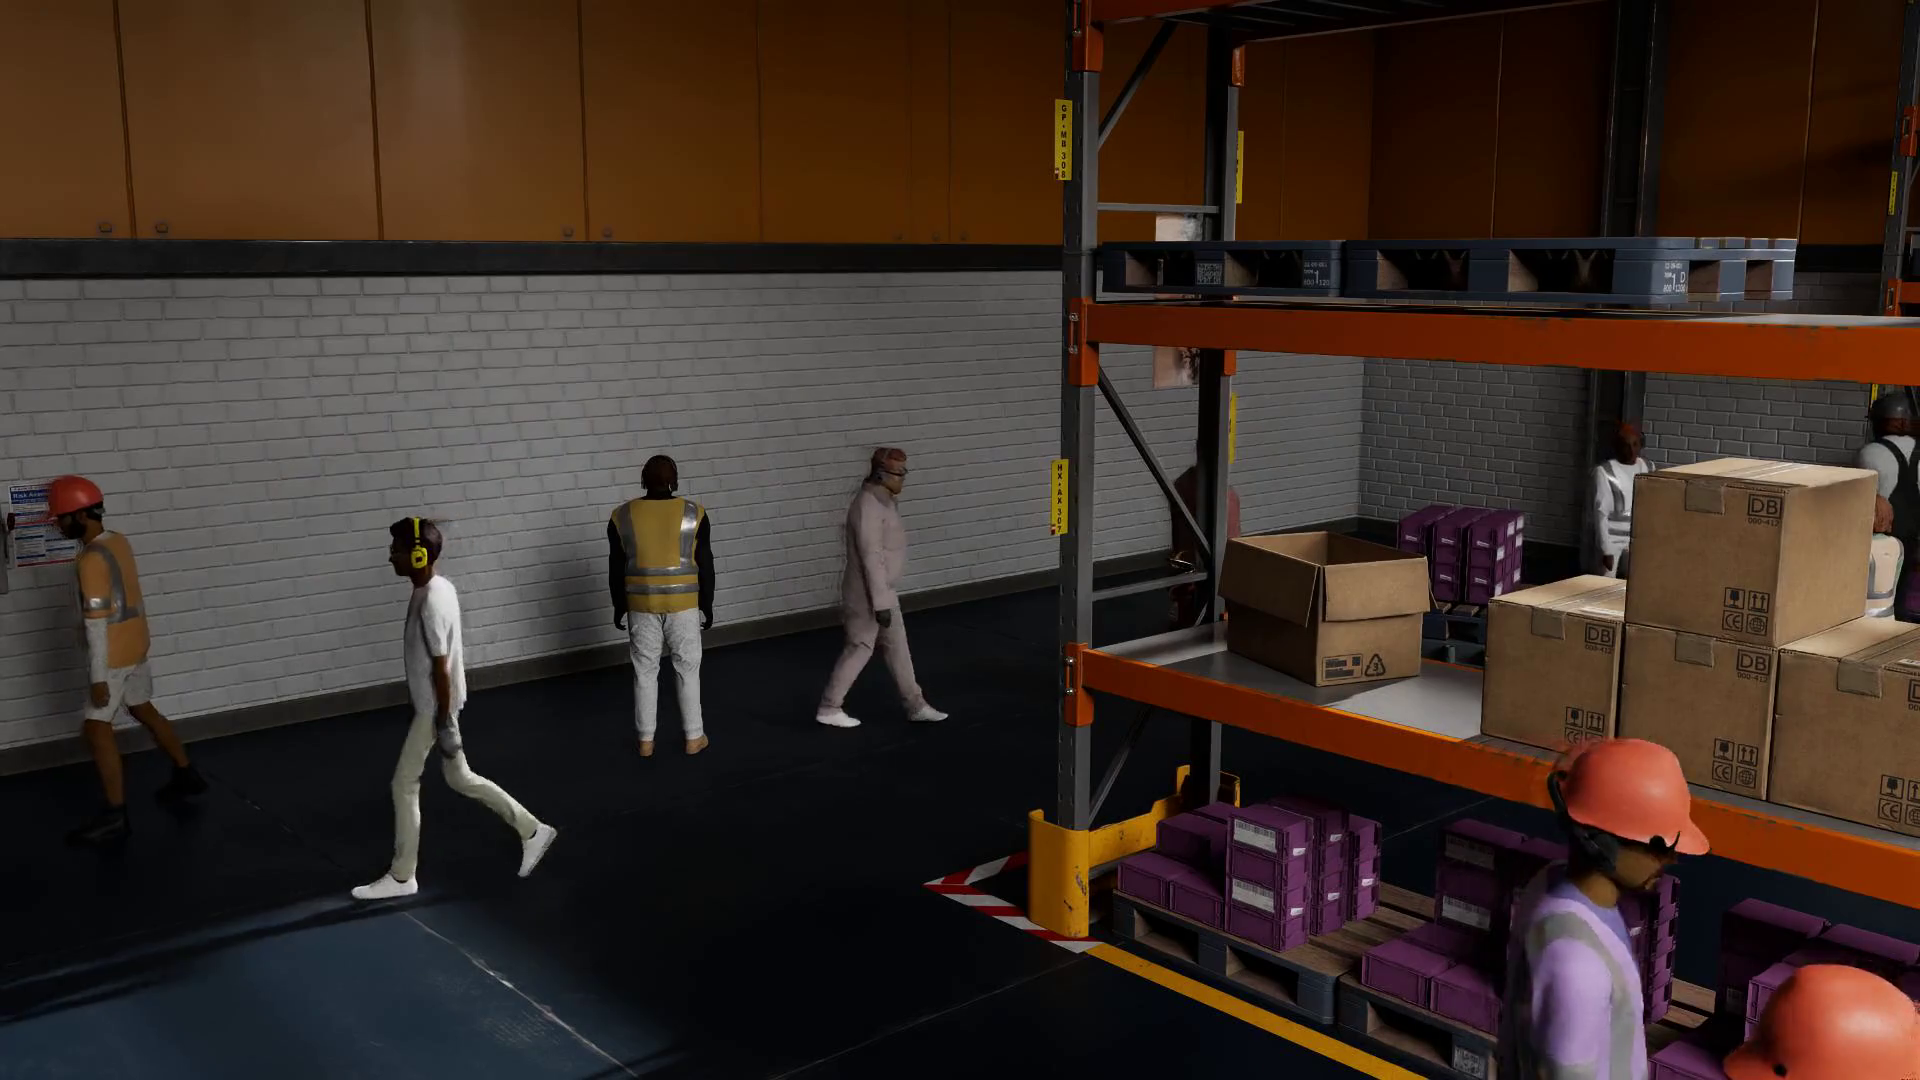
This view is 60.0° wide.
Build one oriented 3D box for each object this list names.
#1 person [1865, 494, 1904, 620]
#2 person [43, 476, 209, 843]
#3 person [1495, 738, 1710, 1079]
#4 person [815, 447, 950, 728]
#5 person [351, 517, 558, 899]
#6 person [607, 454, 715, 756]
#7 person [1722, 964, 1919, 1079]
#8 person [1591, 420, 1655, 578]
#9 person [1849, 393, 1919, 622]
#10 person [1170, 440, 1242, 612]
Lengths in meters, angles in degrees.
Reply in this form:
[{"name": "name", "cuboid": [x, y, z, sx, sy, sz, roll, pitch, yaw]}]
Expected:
[{"name": "person", "cuboid": [5.387, 0.536, 9.916, 0.511, 1.640, 0.308, -6, 11, -30]}, {"name": "person", "cuboid": [-4.450, 0.597, 8.826, 0.577, 1.899, 0.783, -2, 10, -9]}, {"name": "person", "cuboid": [1.286, 1.399, 3.810, 0.818, 2.008, 0.617, 3, 10, 19]}, {"name": "person", "cuboid": [-0.530, 0.319, 10.587, 0.867, 1.852, 0.727, 1, 10, 5]}, {"name": "person", "cuboid": [-2.421, 0.786, 7.881, 0.892, 1.843, 0.517, -2, 10, -9]}, {"name": "person", "cuboid": [-1.807, 0.397, 10.136, 0.632, 1.842, 0.429, -1, 10, -5]}, {"name": "person", "cuboid": [1.388, 1.626, 2.777, 0.585, 1.935, 0.578, 1, 10, 7]}, {"name": "person", "cuboid": [4.980, 0.015, 12.425, 0.630, 1.826, 0.962, -4, 10, -21]}, {"name": "person", "cuboid": [6.858, -0.096, 12.443, 0.701, 2.000, 0.581, -2, 10, -11]}, {"name": "person", "cuboid": [1.663, 0.220, 11.055, 0.414, 1.924, 0.660, -5, 11, -26]}]
